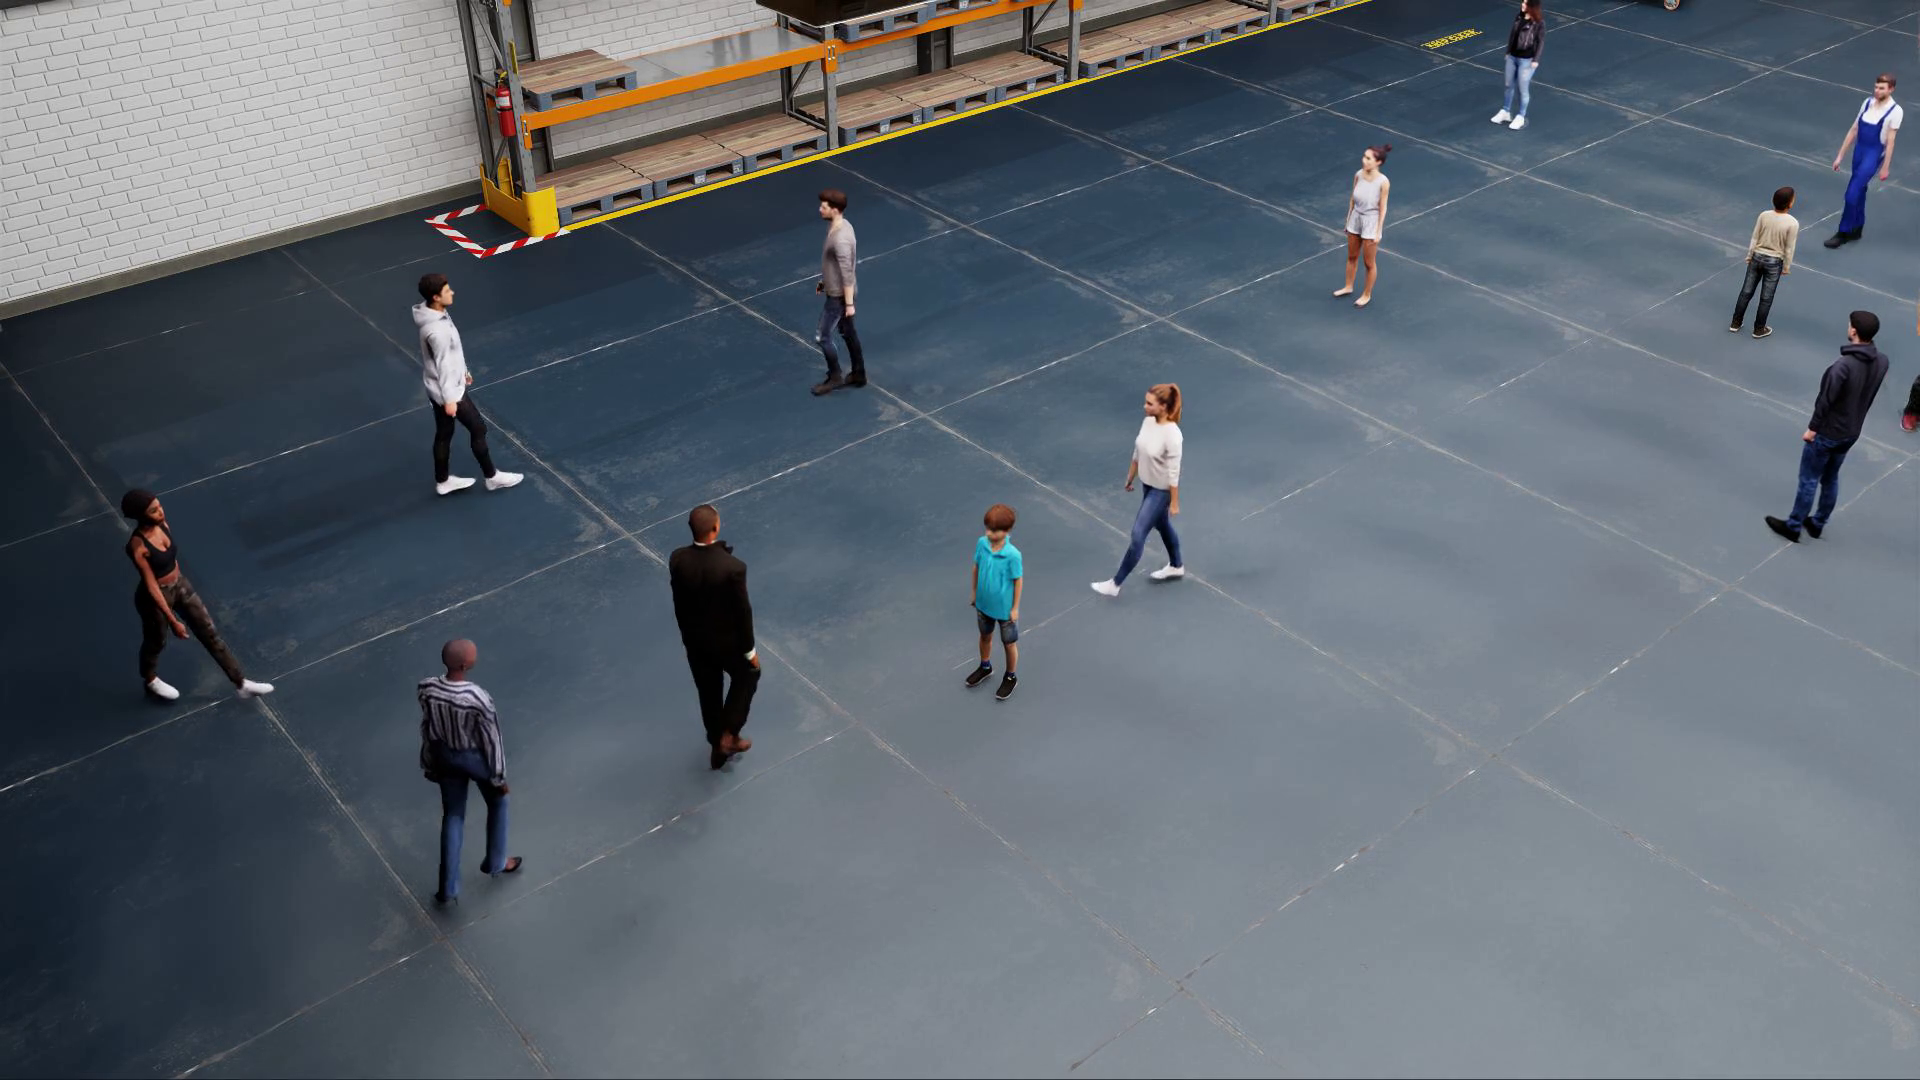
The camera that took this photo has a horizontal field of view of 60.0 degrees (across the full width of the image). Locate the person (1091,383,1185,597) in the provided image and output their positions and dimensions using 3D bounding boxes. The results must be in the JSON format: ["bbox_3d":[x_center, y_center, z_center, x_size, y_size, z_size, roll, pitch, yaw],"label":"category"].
[{"bbox_3d":[1.515,-0.371,12.090,1.131,1.685,0.895,-10,35,-15],"label":"person"}]

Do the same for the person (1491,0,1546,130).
[{"bbox_3d":[6.916,-5.915,20.478,0.597,1.632,0.666,-19,38,-26],"label":"person"}]

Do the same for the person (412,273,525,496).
[{"bbox_3d":[-4.139,-1.174,13.101,1.024,1.903,0.877,-13,36,-19],"label":"person"}]

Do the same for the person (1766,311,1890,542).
[{"bbox_3d":[6.649,-0.841,12.615,0.644,1.885,0.801,-13,36,-19],"label":"person"}]

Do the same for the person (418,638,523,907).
[{"bbox_3d":[-2.832,1.330,9.455,0.894,1.768,0.958,5,34,8],"label":"person"}]

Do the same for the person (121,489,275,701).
[{"bbox_3d":[-5.292,0.421,10.931,1.128,1.648,1.140,6,34,9],"label":"person"}]

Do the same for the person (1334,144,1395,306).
[{"bbox_3d":[3.974,-3.097,16.256,0.488,1.613,0.563,-24,40,-31],"label":"person"}]

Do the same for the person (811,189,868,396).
[{"bbox_3d":[-0.966,-2.174,14.622,0.926,1.885,0.872,-1,34,-2],"label":"person"}]

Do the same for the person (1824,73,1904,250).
[{"bbox_3d":[9.569,-3.999,17.421,0.961,1.825,0.801,-12,35,-17],"label":"person"}]

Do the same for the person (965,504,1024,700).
[{"bbox_3d":[0.253,0.390,11.157,0.567,1.449,0.551,21,39,29],"label":"person"}]

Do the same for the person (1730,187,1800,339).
[{"bbox_3d":[7.604,-2.625,15.680,0.577,1.464,0.527,27,42,35],"label":"person"}]

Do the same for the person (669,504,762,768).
[{"bbox_3d":[-1.548,0.658,10.348,0.855,1.899,0.878,9,35,14],"label":"person"}]
